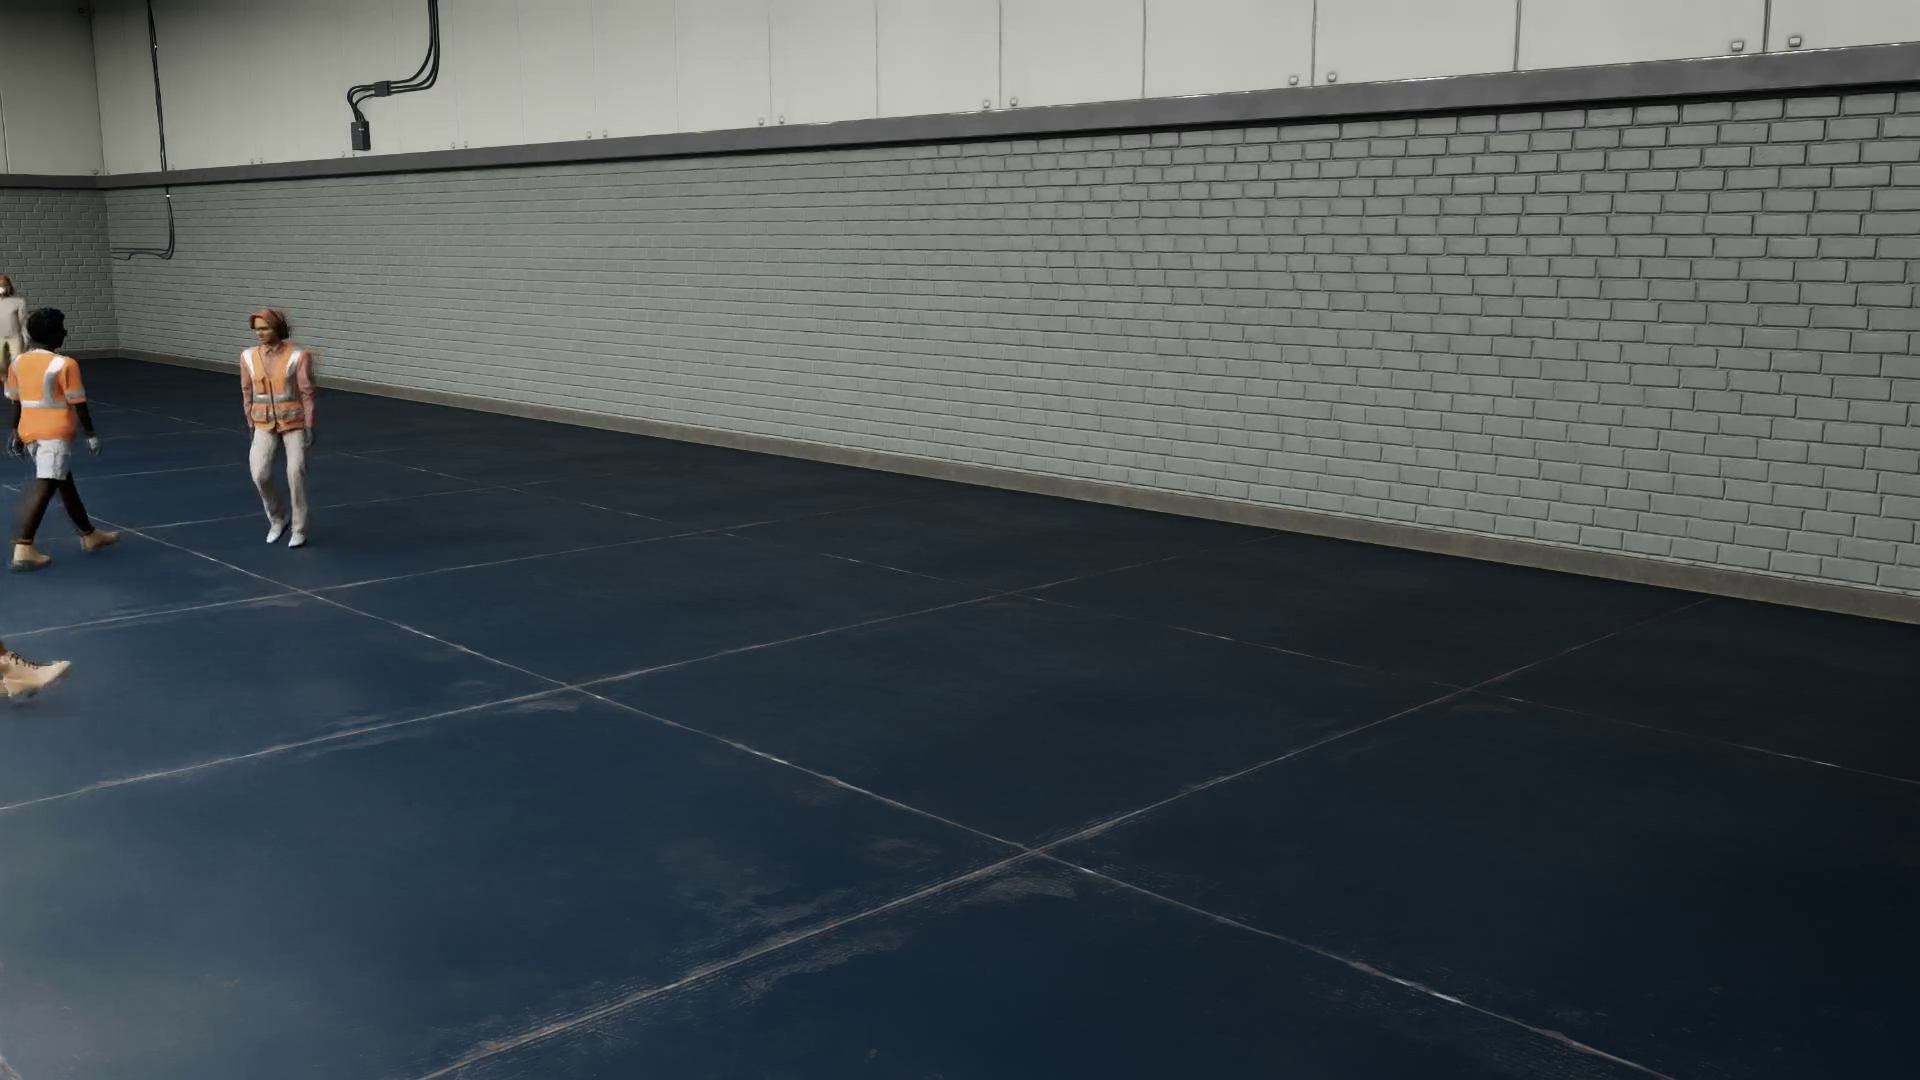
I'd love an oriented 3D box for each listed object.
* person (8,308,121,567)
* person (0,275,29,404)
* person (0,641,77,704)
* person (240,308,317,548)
[{"bbox_3d":[-5.880,-0.677,10.794,0.545,1.643,0.887,5,11,23],"label":"person"},{"bbox_3d":[-12.021,-2.538,21.012,0.505,1.622,0.528,-4,11,-19],"label":"person"},{"bbox_3d":[-4.577,-0.234,7.439,1.031,1.984,0.630,-1,10,-6],"label":"person"},{"bbox_3d":[-4.594,-0.749,11.255,0.523,1.622,0.380,0,10,-2],"label":"person"}]
